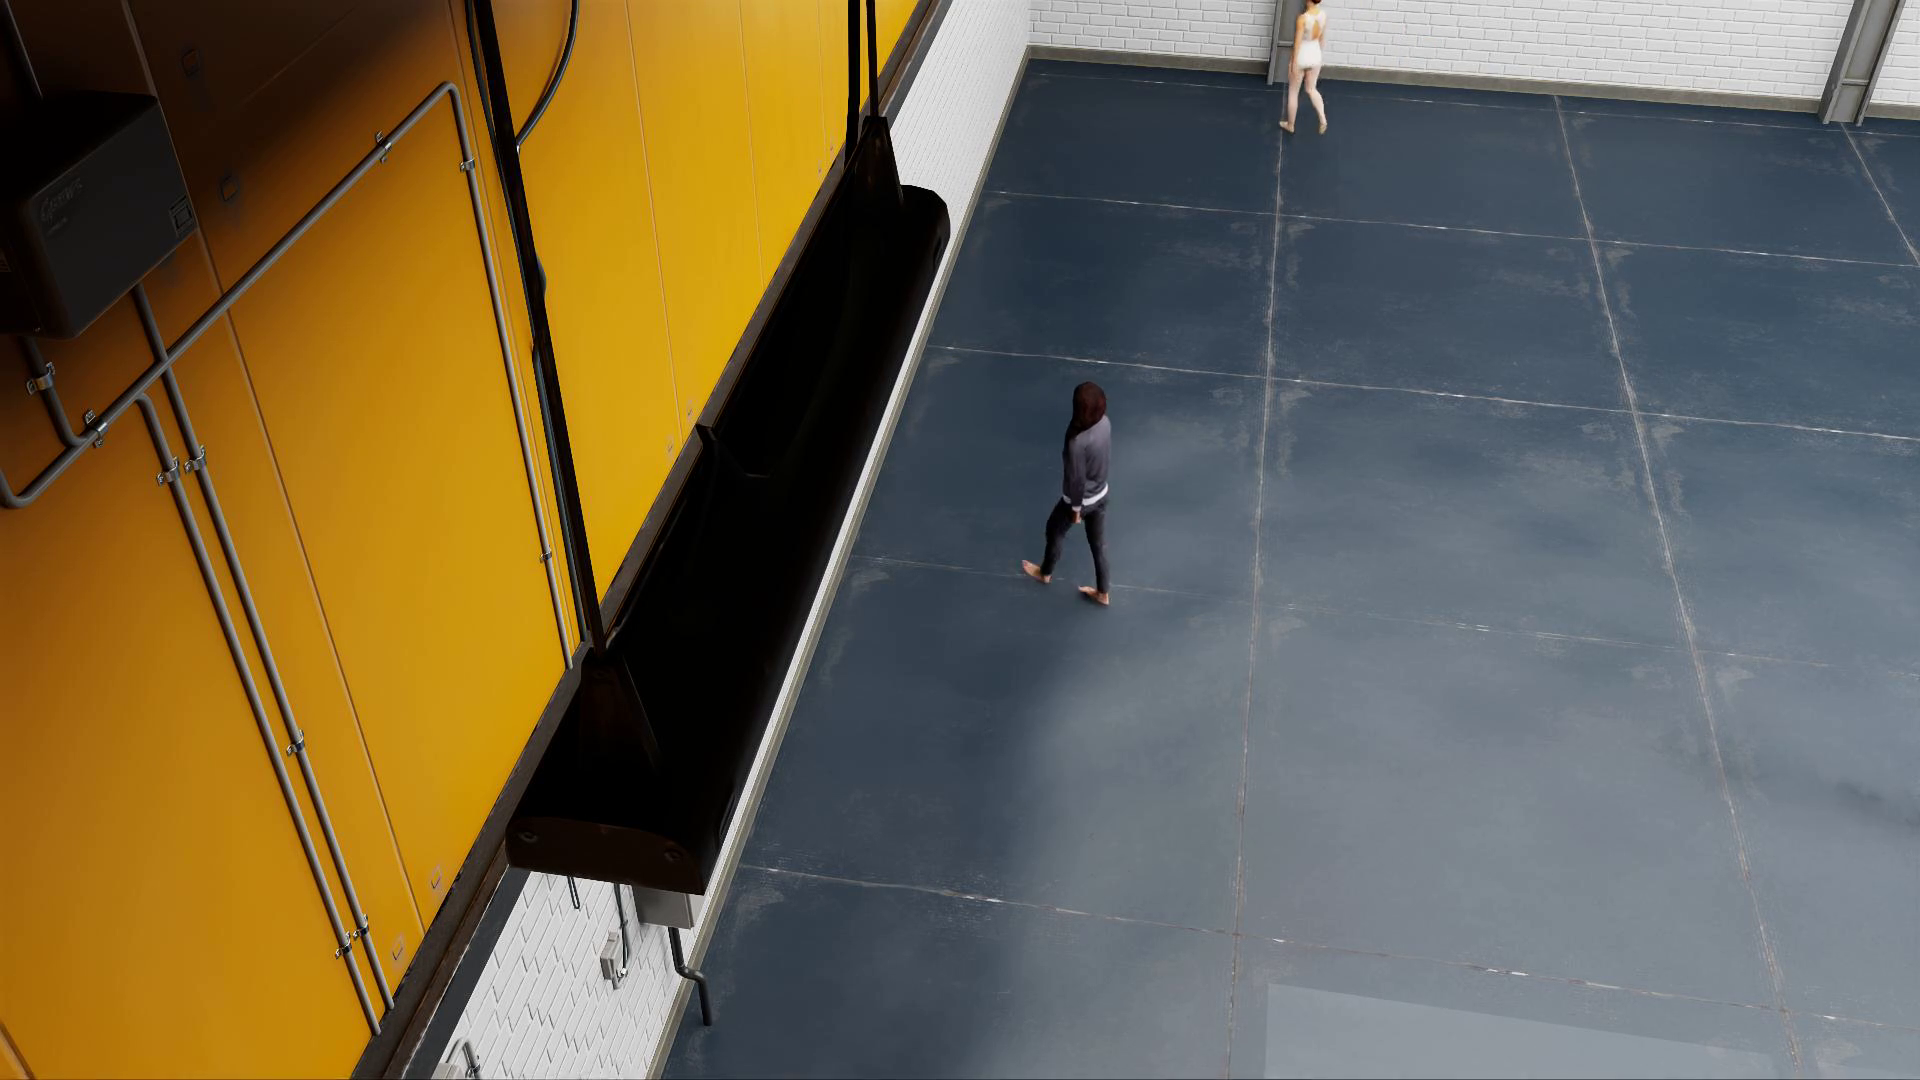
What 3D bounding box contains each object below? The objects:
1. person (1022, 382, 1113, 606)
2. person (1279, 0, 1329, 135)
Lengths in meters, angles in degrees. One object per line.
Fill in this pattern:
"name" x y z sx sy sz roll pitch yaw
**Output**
"person" 0.928 -0.268 11.381 1.057 1.737 0.905 28 46 30
"person" 3.669 -4.975 17.360 0.884 1.630 0.897 -17 42 -20
